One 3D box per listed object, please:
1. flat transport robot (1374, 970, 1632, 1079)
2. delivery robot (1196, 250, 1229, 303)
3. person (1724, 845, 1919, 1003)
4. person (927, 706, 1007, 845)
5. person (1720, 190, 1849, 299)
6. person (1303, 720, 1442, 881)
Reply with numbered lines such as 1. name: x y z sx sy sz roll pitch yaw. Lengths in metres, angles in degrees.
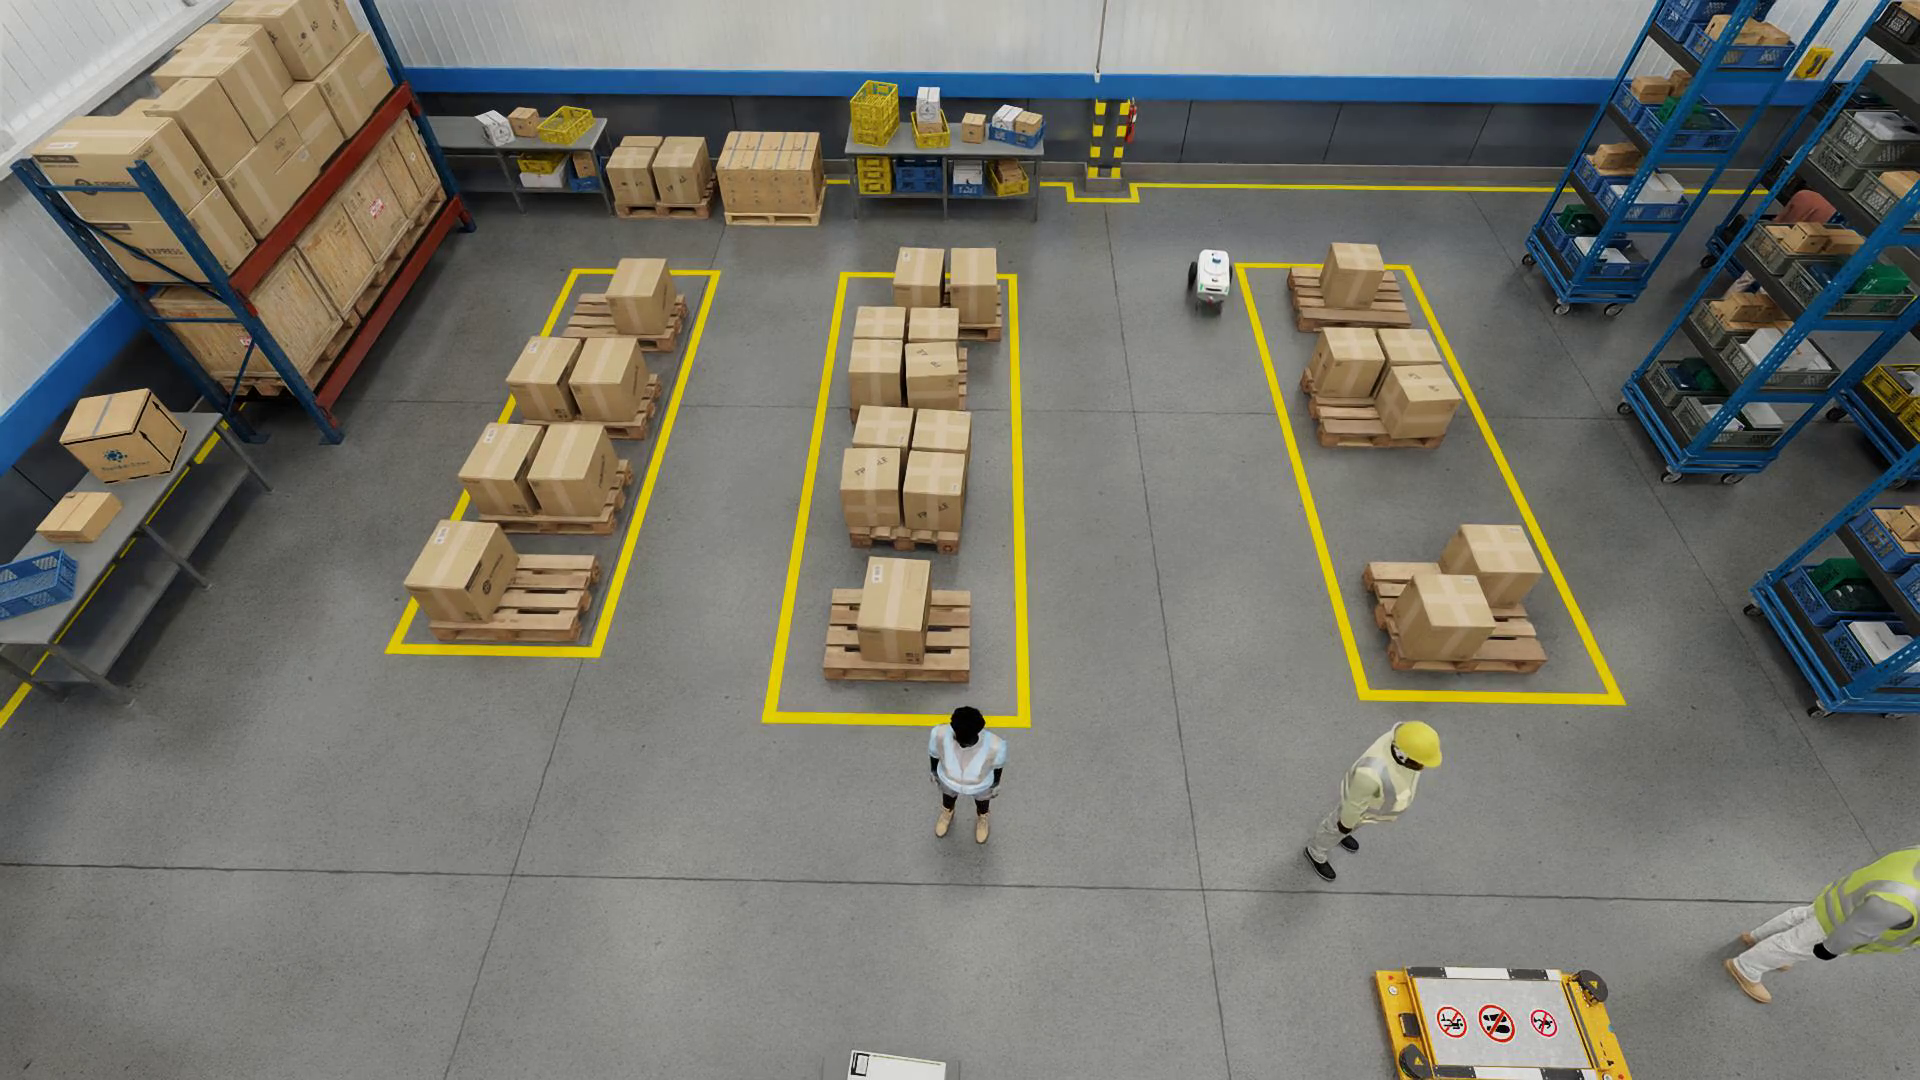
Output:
1. flat transport robot: 3.501 3.133 5.914 1.431 0.197 0.652 1 51 1
2. delivery robot: 2.975 -3.119 10.770 0.477 0.478 0.707 7 51 6
3. person: 5.429 2.320 5.571 0.627 1.844 0.429 -30 57 -22
4. person: 0.041 1.605 6.245 0.535 1.697 0.318 9 51 7
5. person: 8.928 -3.094 9.897 0.410 1.981 0.628 -19 53 -15
6. person: 2.724 1.707 6.075 0.590 1.835 0.404 -34 59 -25
